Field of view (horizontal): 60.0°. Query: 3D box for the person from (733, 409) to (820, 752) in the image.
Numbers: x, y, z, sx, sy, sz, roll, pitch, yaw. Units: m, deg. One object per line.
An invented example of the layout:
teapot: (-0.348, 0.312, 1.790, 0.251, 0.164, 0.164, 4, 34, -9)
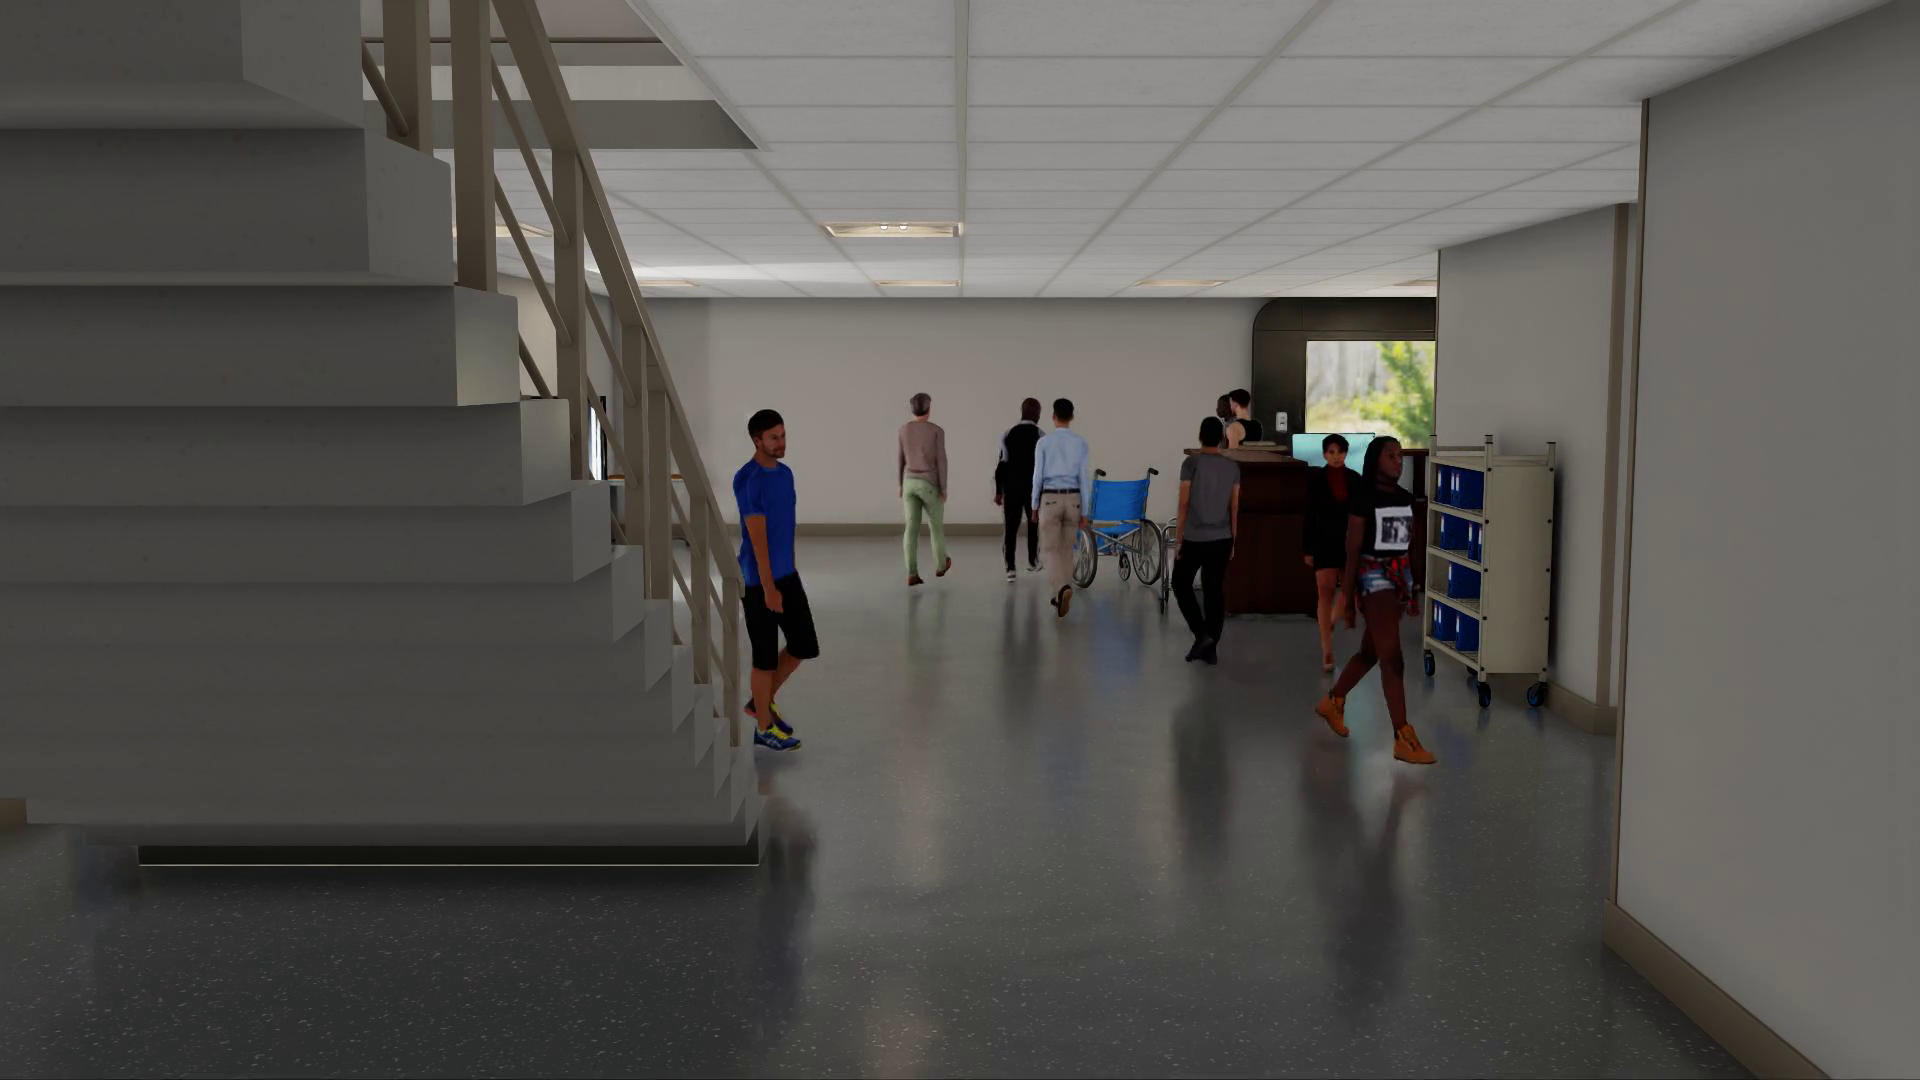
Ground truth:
person: (-1.118, 0.228, 9.005, 0.835, 1.849, 0.779, 3, 6, 27)

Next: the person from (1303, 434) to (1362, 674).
person: (2.585, 0.090, 11.504, 0.567, 1.623, 0.853, 0, 6, -1)

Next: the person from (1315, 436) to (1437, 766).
person: (2.193, 0.319, 8.915, 1.028, 1.686, 1.252, -4, 7, -32)

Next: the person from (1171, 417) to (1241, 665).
person: (1.754, 0.020, 11.619, 0.736, 1.740, 0.782, -2, 6, -19)

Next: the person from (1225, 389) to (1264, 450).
person: (2.920, -0.619, 17.213, 0.764, 1.891, 0.823, -6, 8, -44)

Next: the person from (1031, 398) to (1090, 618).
person: (0.851, -0.258, 13.964, 0.794, 1.824, 1.204, -1, 6, -11)

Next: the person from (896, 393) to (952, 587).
person: (-0.396, -0.428, 15.711, 0.880, 1.813, 1.334, 1, 6, 14)

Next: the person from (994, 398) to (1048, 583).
person: (0.593, -0.456, 16.131, 0.967, 1.784, 1.200, 2, 6, 16)
